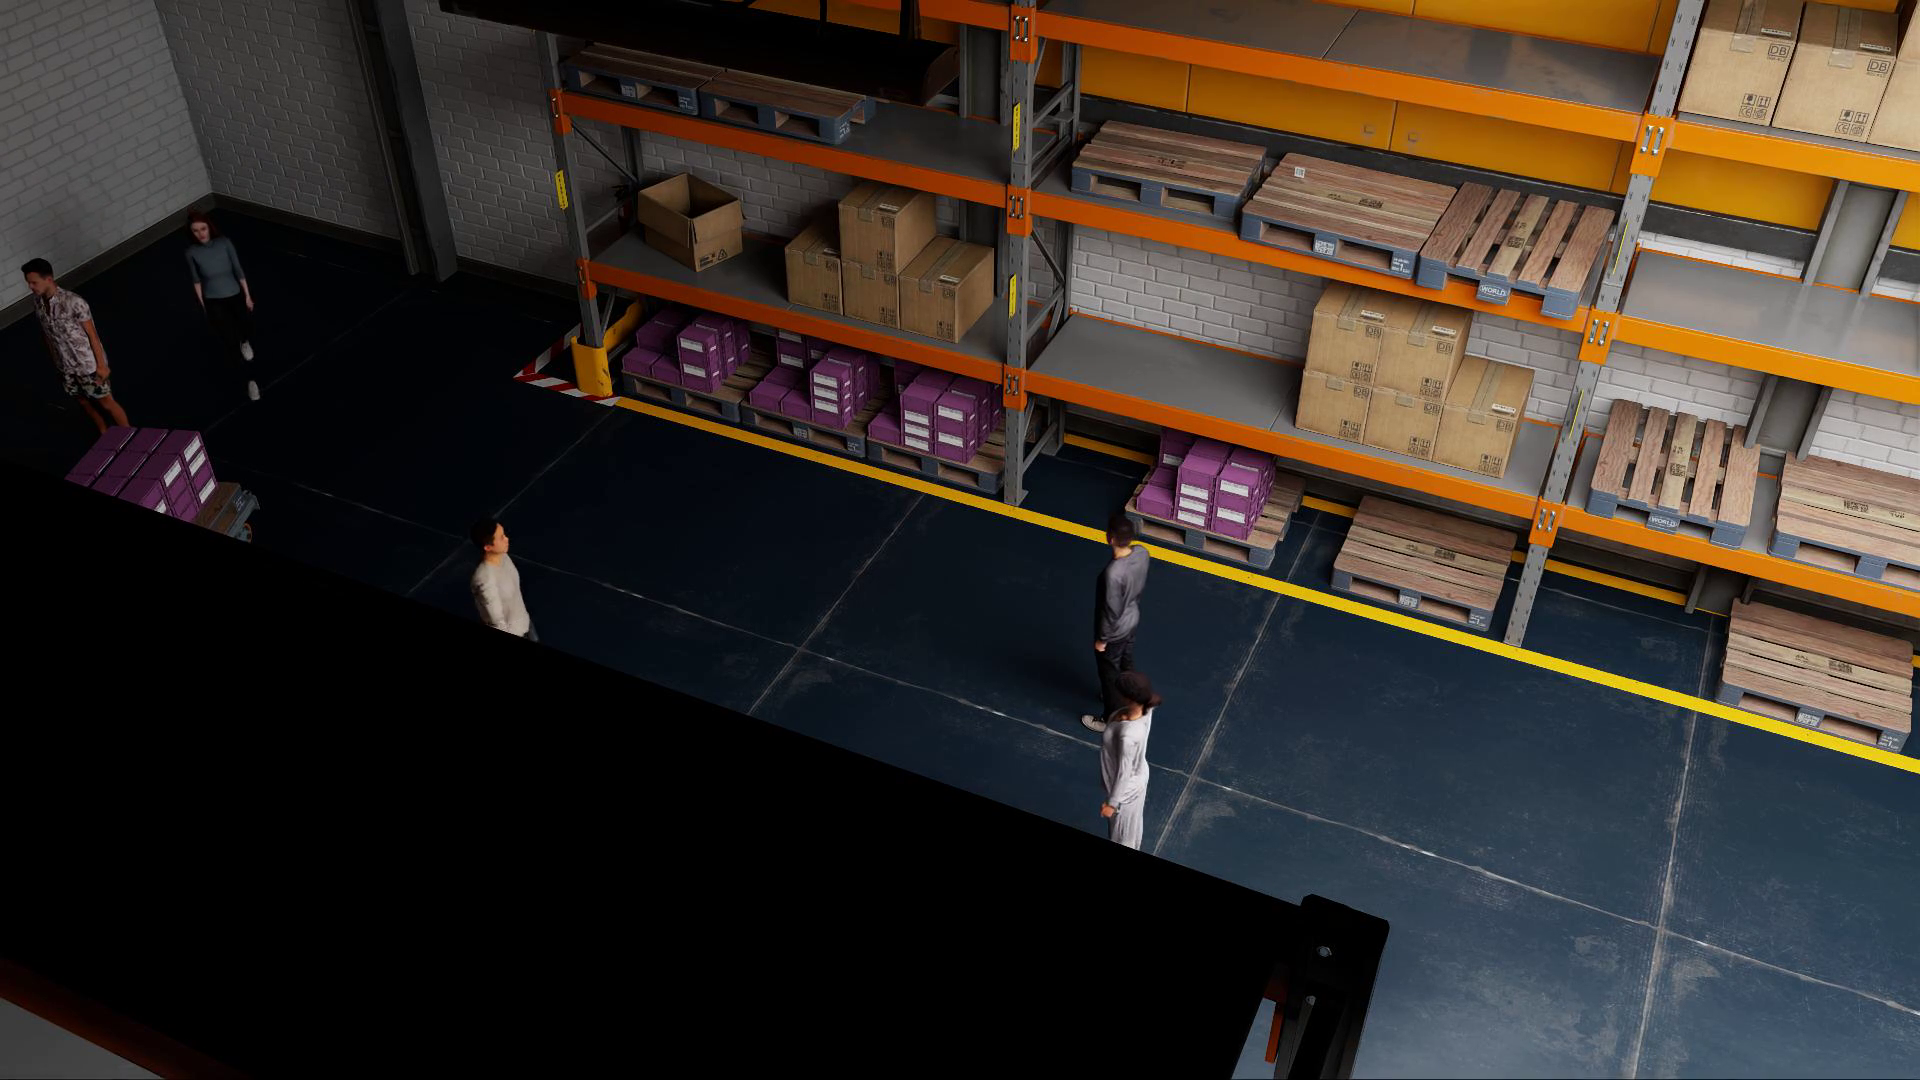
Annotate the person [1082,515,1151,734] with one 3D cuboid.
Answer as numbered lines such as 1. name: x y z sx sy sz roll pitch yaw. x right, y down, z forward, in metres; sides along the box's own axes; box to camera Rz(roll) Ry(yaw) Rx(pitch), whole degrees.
1. person: 1.043 0.561 11.011 0.581 1.761 0.656 24 44 27

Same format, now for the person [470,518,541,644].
1. person: -3.052 0.618 10.915 1.121 1.791 0.914 0 39 0

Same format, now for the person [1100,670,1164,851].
1. person: 0.996 1.439 9.900 0.585 1.776 0.618 10 40 13

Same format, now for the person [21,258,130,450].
1. person: -7.164 -1.499 13.552 0.562 1.809 0.767 10 40 13

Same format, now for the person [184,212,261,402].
1. person: -6.338 -2.073 14.334 0.910 1.731 1.039 -19 42 -22
